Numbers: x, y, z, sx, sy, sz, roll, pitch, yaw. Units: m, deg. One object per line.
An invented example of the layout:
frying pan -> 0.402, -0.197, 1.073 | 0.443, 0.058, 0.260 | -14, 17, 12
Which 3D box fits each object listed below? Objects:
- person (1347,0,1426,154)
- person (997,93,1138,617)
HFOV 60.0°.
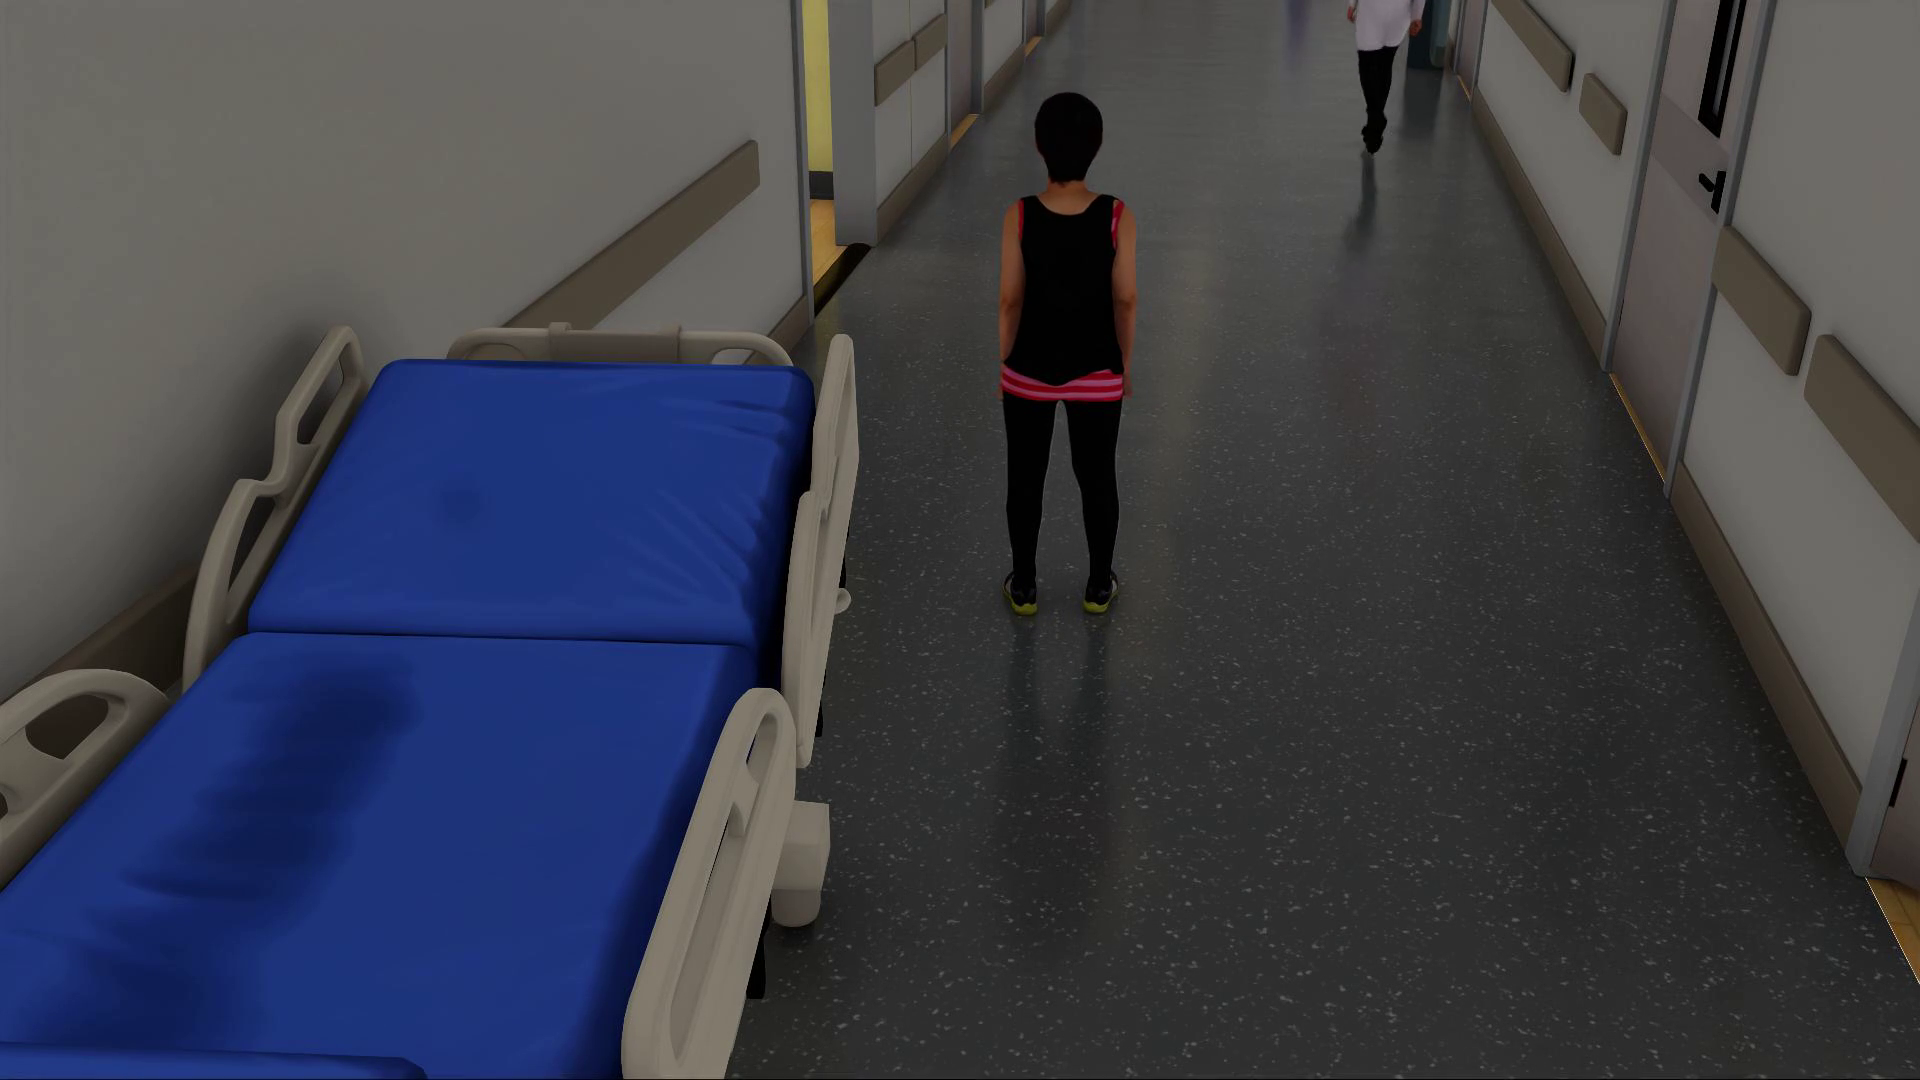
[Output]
person -> 2.638, -3.263, 10.288 | 1.110, 1.772, 0.771 | 1, 26, 2
person -> 0.300, -0.515, 4.840 | 0.475, 1.553, 0.633 | 1, 26, 2
